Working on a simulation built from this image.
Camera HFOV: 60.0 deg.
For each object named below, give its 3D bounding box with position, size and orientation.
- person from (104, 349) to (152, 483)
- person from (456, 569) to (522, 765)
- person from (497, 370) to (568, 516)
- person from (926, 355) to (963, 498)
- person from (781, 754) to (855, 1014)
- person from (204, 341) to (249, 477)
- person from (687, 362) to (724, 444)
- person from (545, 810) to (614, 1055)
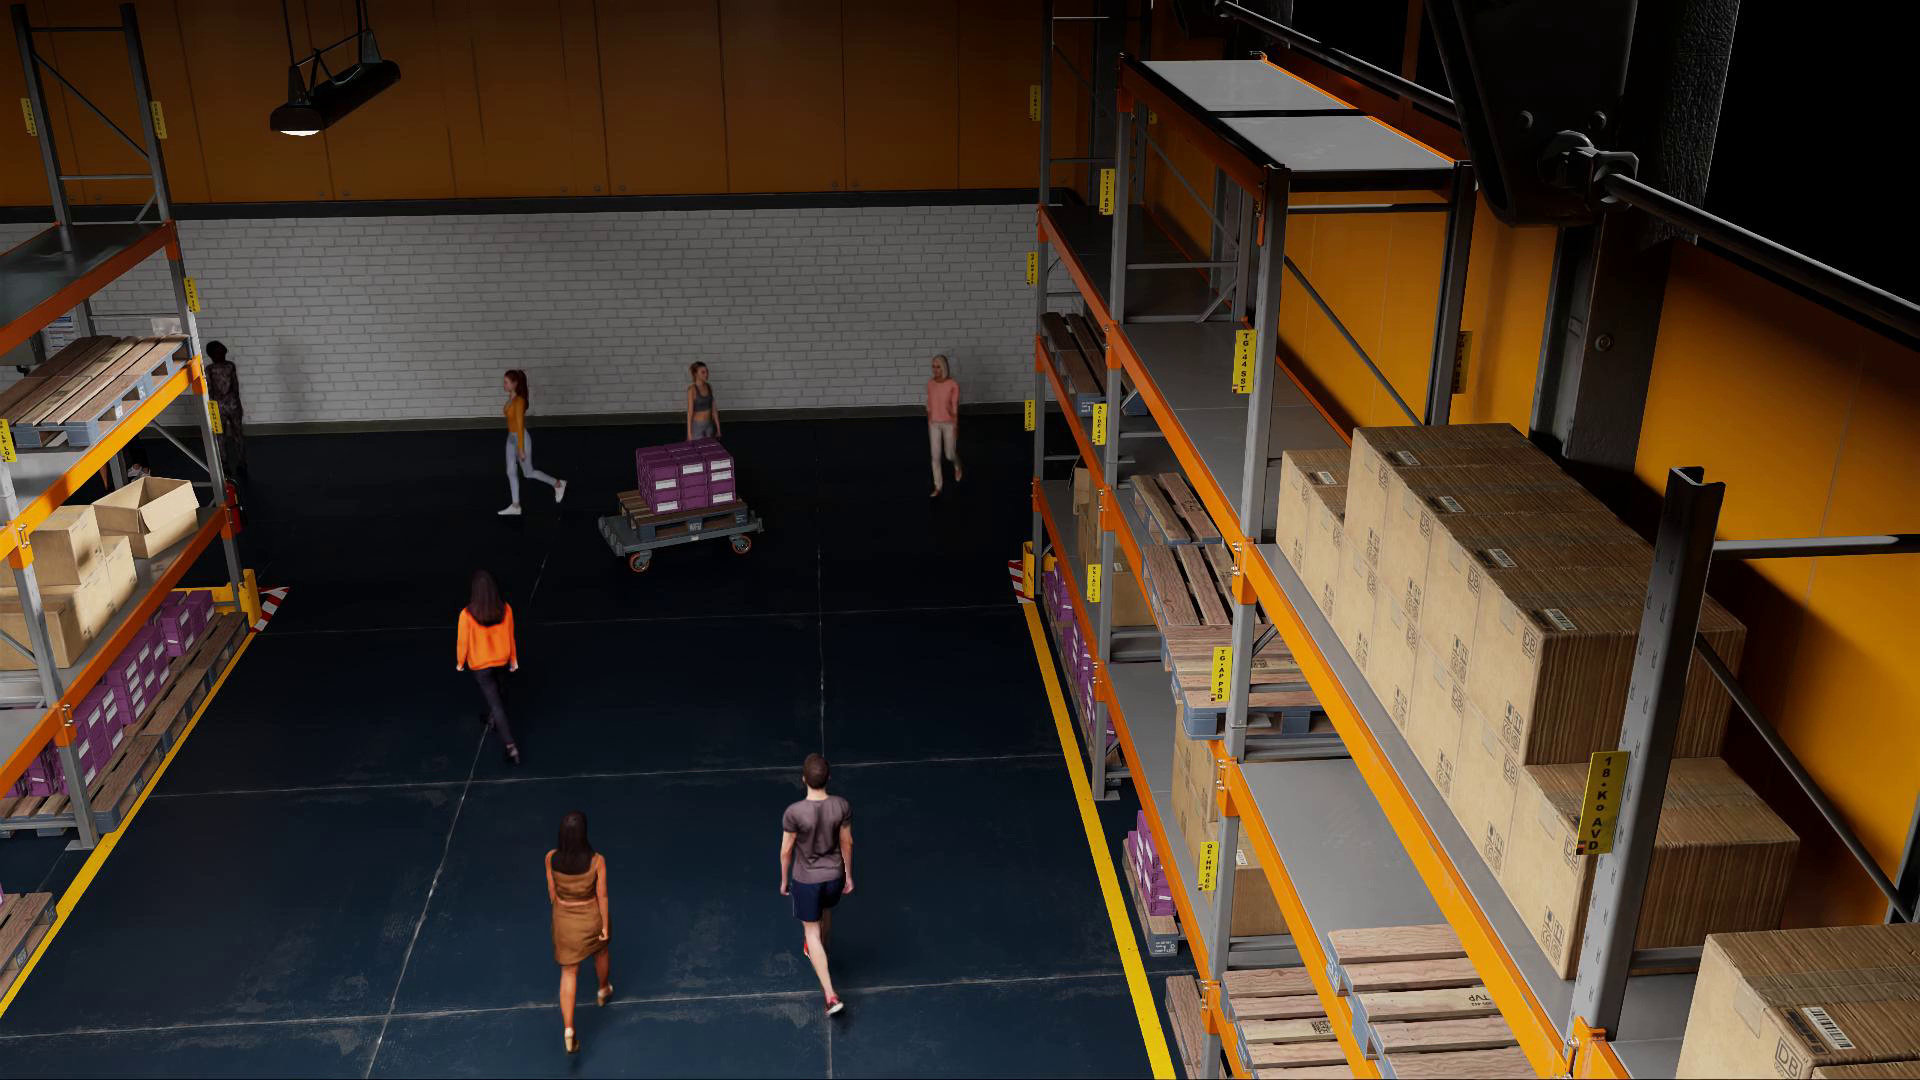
[{"bbox_3d":[-10.115,-1.537,20.151,0.661,1.703,0.730,20,30,38],"label":"person"},{"bbox_3d":[-3.938,1.107,14.102,1.068,1.703,1.189,-21,31,-40],"label":"person"},{"bbox_3d":[-4.988,-1.115,19.152,0.958,1.729,1.083,-13,27,-27],"label":"person"},{"bbox_3d":[-0.164,-1.391,19.807,0.838,1.710,0.993,10,25,21],"label":"person"},{"bbox_3d":[-0.934,2.325,11.167,0.906,1.822,1.247,-10,25,-21],"label":"person"},{"bbox_3d":[-8.906,-1.597,20.279,0.743,1.709,0.804,-21,31,-39],"label":"person"},{"bbox_3d":[-3.105,-1.297,19.613,0.769,1.695,0.696,15,28,31],"label":"person"},{"bbox_3d":[-2.502,2.559,10.841,0.576,1.653,1.059,-1,24,-3],"label":"person"}]
